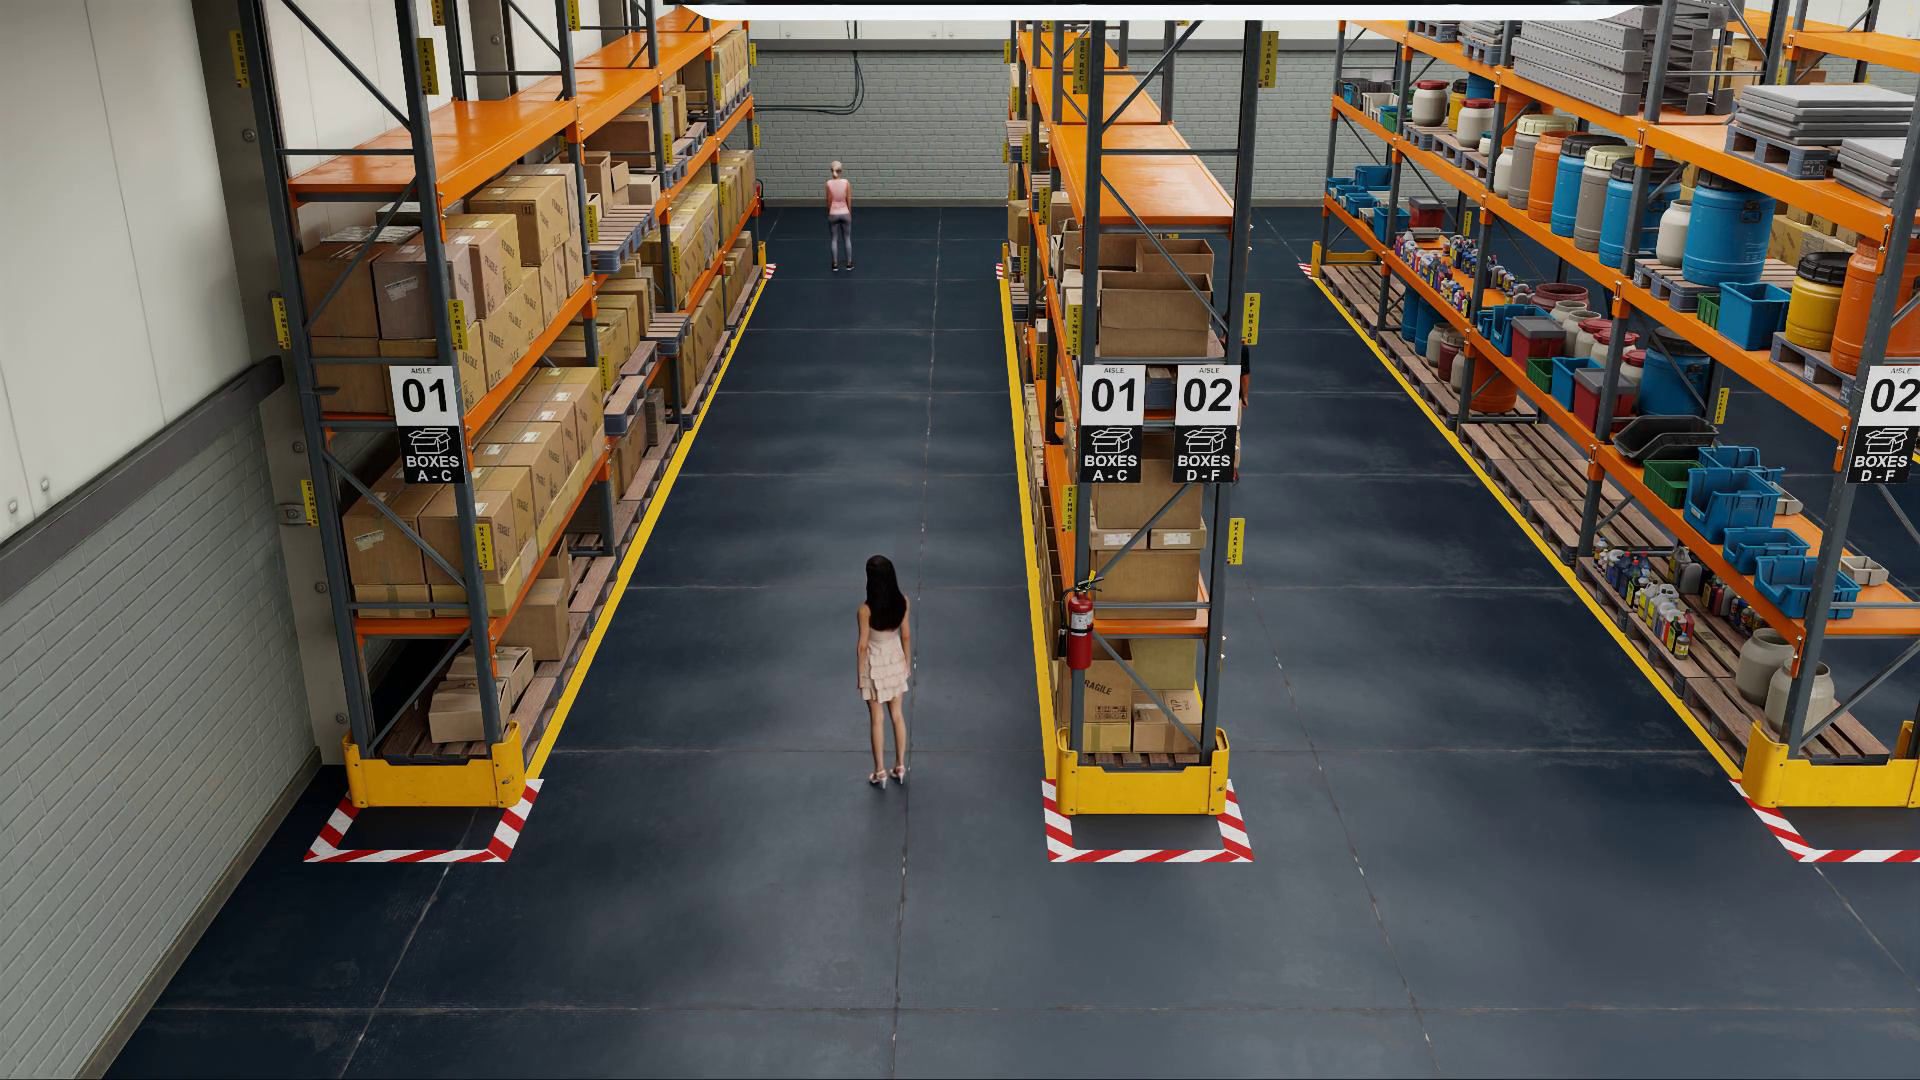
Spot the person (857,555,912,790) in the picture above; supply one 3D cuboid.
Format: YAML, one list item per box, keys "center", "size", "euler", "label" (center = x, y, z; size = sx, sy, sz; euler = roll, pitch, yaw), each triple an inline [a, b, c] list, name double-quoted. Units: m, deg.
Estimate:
- center: [-0.523, 0.927, 11.637]
  size: [0.652, 1.734, 0.661]
  euler: [-11, 25, -25]
  label: "person"

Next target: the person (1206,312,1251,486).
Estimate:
- center: [2.766, -1.482, 17.359]
  size: [0.651, 1.861, 0.537]
  euler: [2, 22, 4]
  label: "person"

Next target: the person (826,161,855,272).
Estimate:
- center: [-1.928, -5.176, 26.573]
  size: [0.569, 1.722, 0.524]
  euler: [-1, 22, -3]
  label: "person"
